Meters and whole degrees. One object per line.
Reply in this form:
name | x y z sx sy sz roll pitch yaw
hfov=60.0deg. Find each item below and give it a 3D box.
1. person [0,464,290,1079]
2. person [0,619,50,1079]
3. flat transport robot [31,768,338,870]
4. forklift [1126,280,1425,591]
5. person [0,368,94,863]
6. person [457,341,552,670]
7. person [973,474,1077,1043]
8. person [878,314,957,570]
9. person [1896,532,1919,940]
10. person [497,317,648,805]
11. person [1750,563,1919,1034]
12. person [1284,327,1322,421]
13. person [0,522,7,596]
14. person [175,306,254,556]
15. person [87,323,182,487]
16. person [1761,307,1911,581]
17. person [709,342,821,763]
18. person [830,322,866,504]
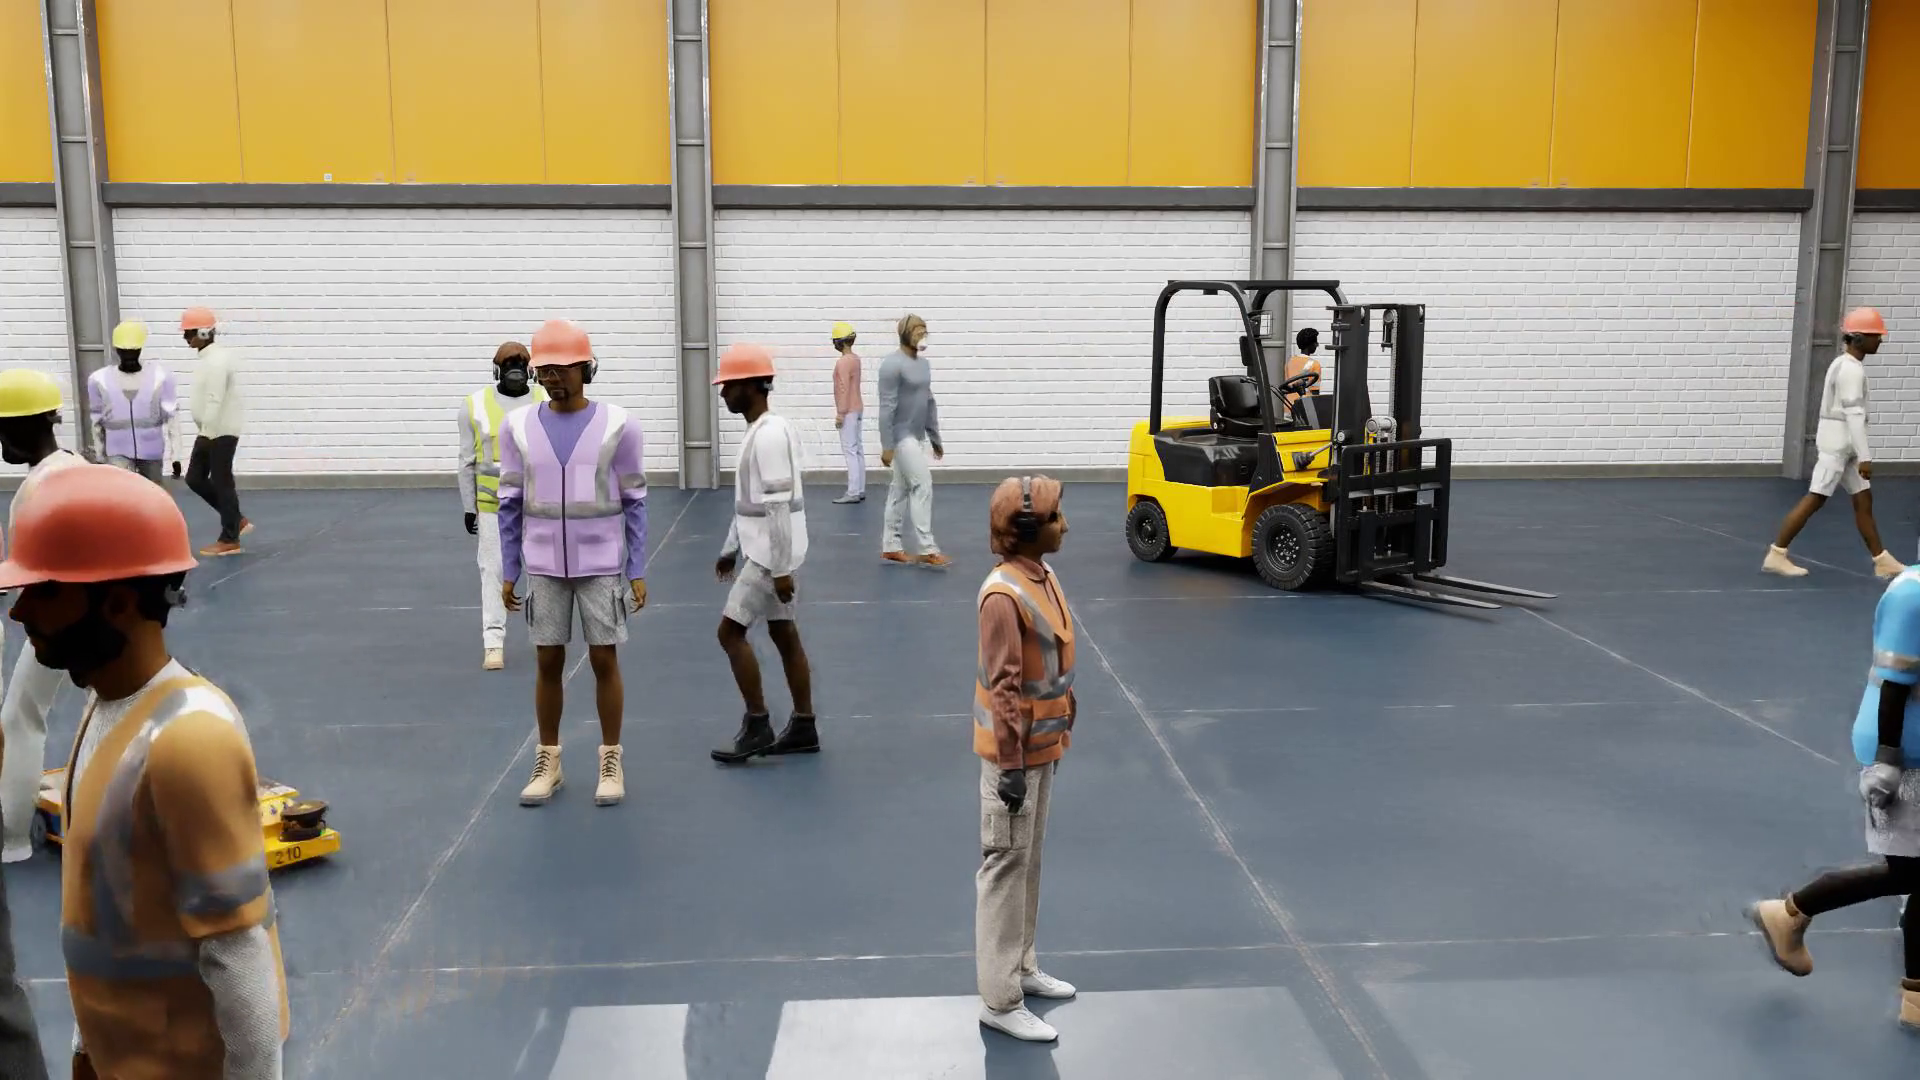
person | -1.367 0.836 2.692 0.817 1.911 0.567 -6 11 -35
person | -2.403 0.729 3.772 0.987 1.788 0.527 5 11 31
flat transport robot | -3.111 1.056 6.465 1.431 0.197 0.652 7 11 38
forklift | 2.301 -0.860 12.475 1.214 2.155 2.313 -6 11 -35
person | -3.329 0.285 6.313 0.978 1.887 0.601 -3 9 -17
person | -2.505 -0.197 9.412 0.626 1.846 0.429 -4 10 -22
person | 0.186 0.625 4.892 0.306 1.639 0.523 2 9 14
person | -0.271 -0.728 12.514 0.810 1.913 0.653 4 10 22
person | 3.348 0.439 5.479 0.591 1.824 0.404 -9 13 -44
person | -1.610 0.103 6.905 0.615 2.041 0.391 0 9 0
person | 2.758 0.611 4.882 0.560 1.662 0.600 -7 12 -38
person | 3.480 -1.309 16.879 0.321 1.689 0.530 -4 10 -24
person | -6.769 -0.517 11.235 0.403 1.904 0.651 1 9 3
person | -5.895 -0.844 13.082 0.444 1.972 0.612 -7 12 -39
person | -6.062 -0.660 12.260 0.595 1.865 1.018 -4 10 -25
person | 6.404 -0.680 12.020 1.070 1.986 0.632 5 10 26
person | -0.929 0.062 7.577 0.636 1.909 0.548 0 9 -2
person | -1.107 -1.234 16.171 0.327 1.765 0.529 2 9 14
